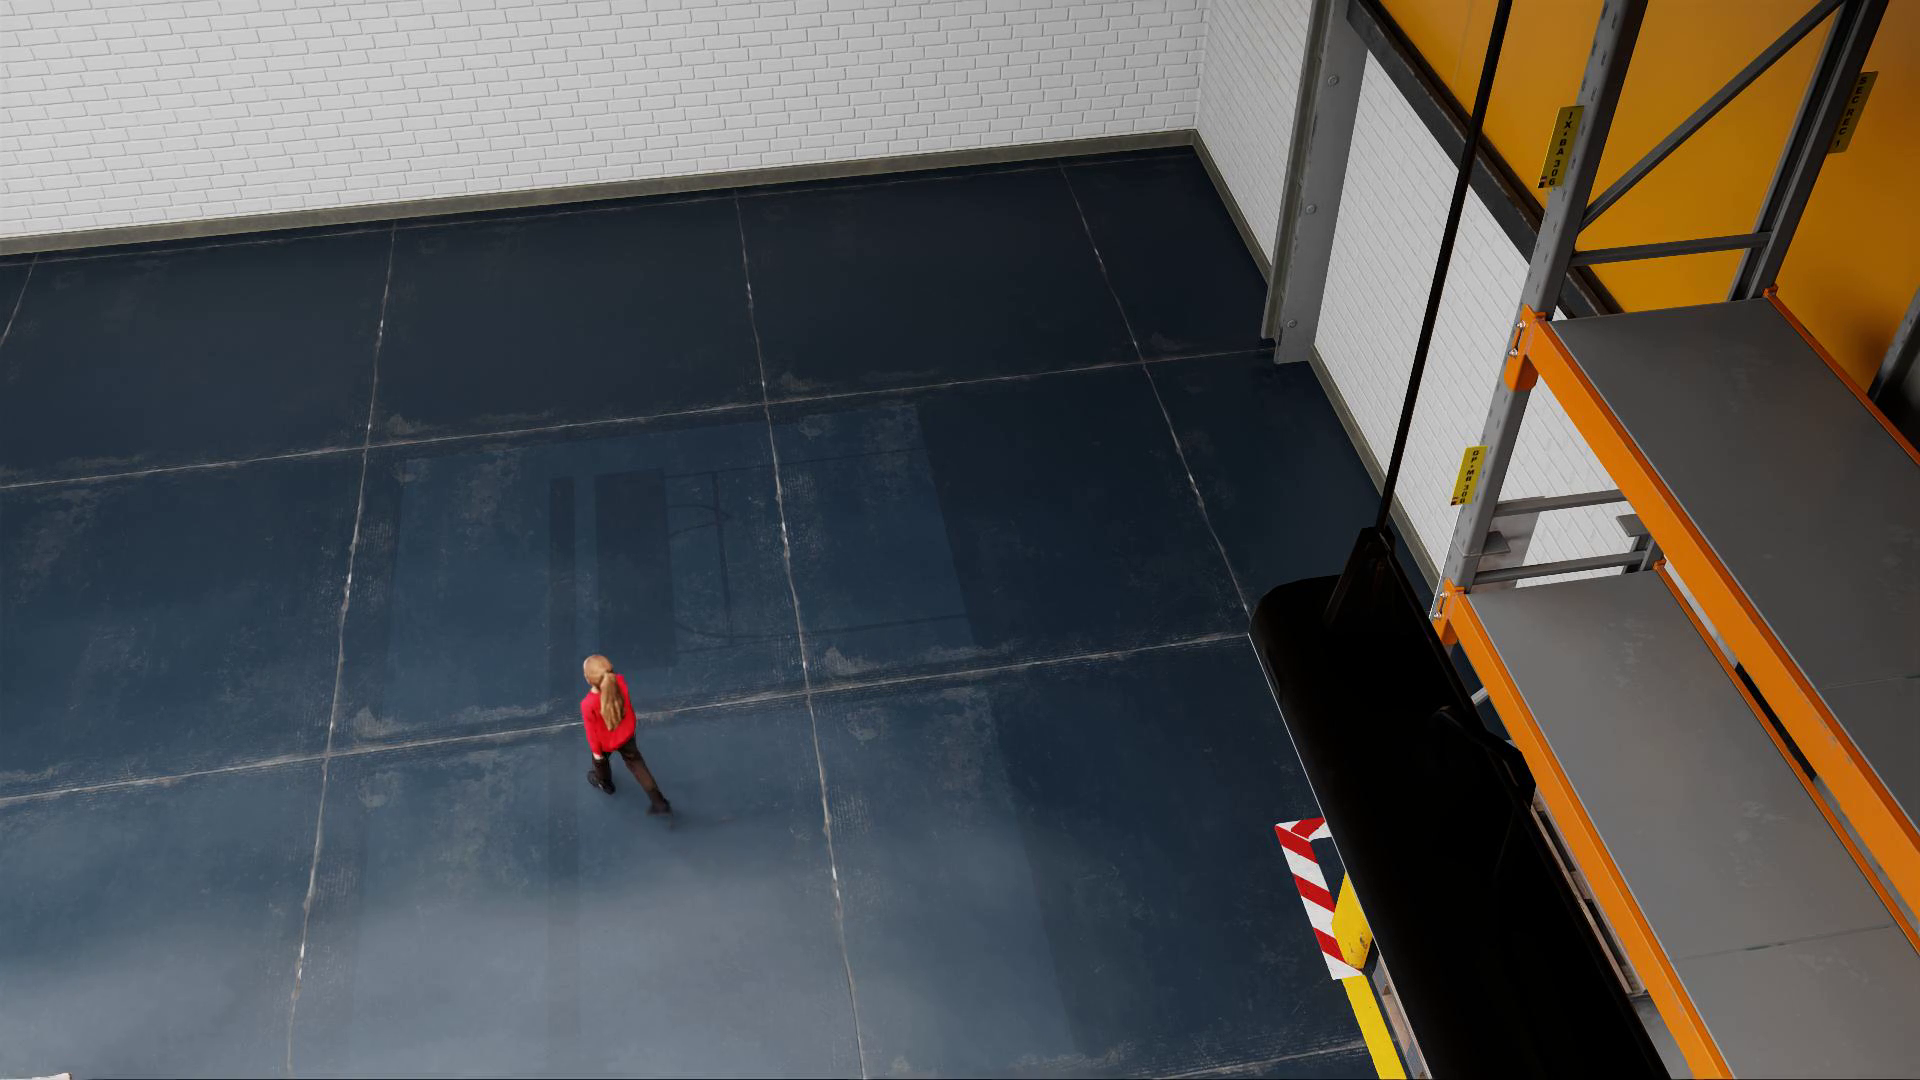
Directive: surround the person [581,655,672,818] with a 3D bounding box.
[{"bbox_3d":[-1.968,1.153,9.613,0.950,1.260,0.838,32,52,29],"label":"person"}]
